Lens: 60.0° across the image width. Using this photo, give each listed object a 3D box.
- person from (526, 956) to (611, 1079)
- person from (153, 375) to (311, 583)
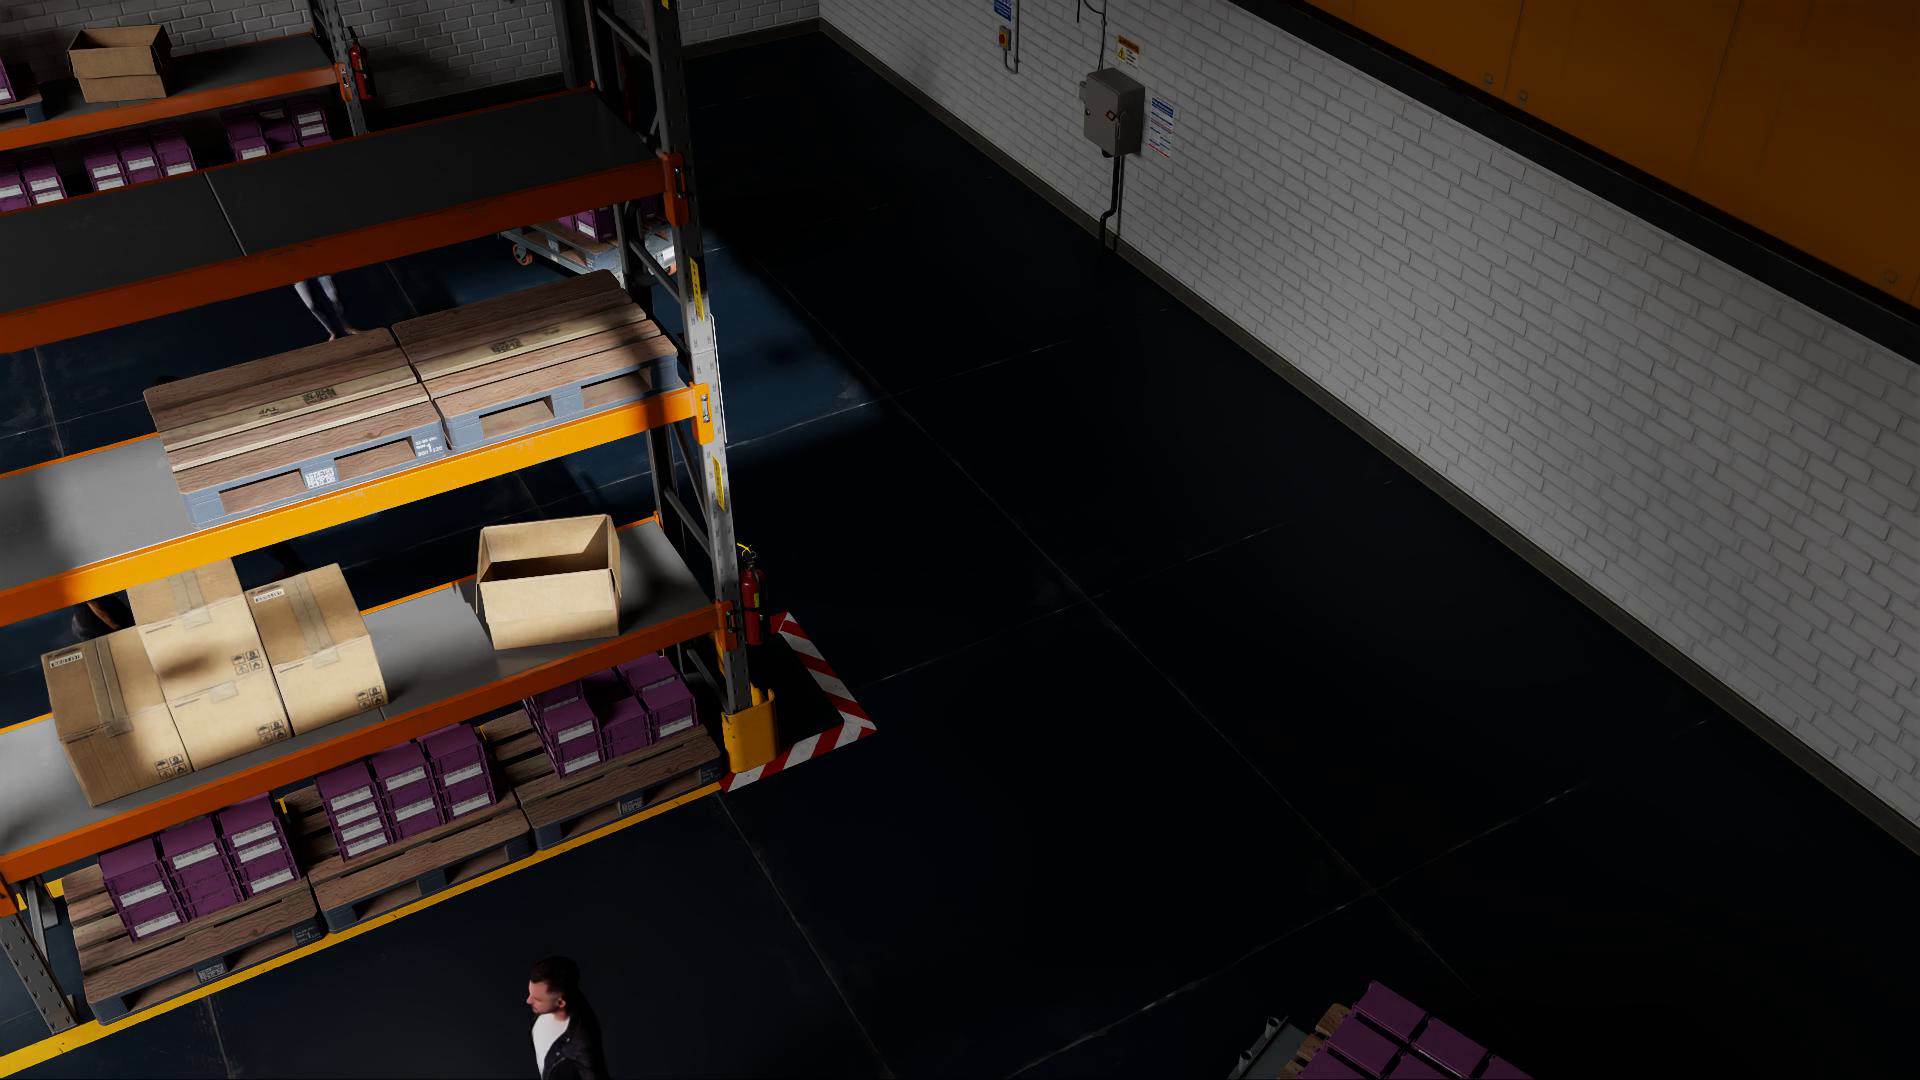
[{"bbox_3d":[-1.672,2.492,7.603,0.861,1.822,0.659,-19,42,-22],"label":"person"},{"bbox_3d":[-4.960,-0.337,11.186,1.259,1.770,1.023,-1,39,-1],"label":"person"}]
